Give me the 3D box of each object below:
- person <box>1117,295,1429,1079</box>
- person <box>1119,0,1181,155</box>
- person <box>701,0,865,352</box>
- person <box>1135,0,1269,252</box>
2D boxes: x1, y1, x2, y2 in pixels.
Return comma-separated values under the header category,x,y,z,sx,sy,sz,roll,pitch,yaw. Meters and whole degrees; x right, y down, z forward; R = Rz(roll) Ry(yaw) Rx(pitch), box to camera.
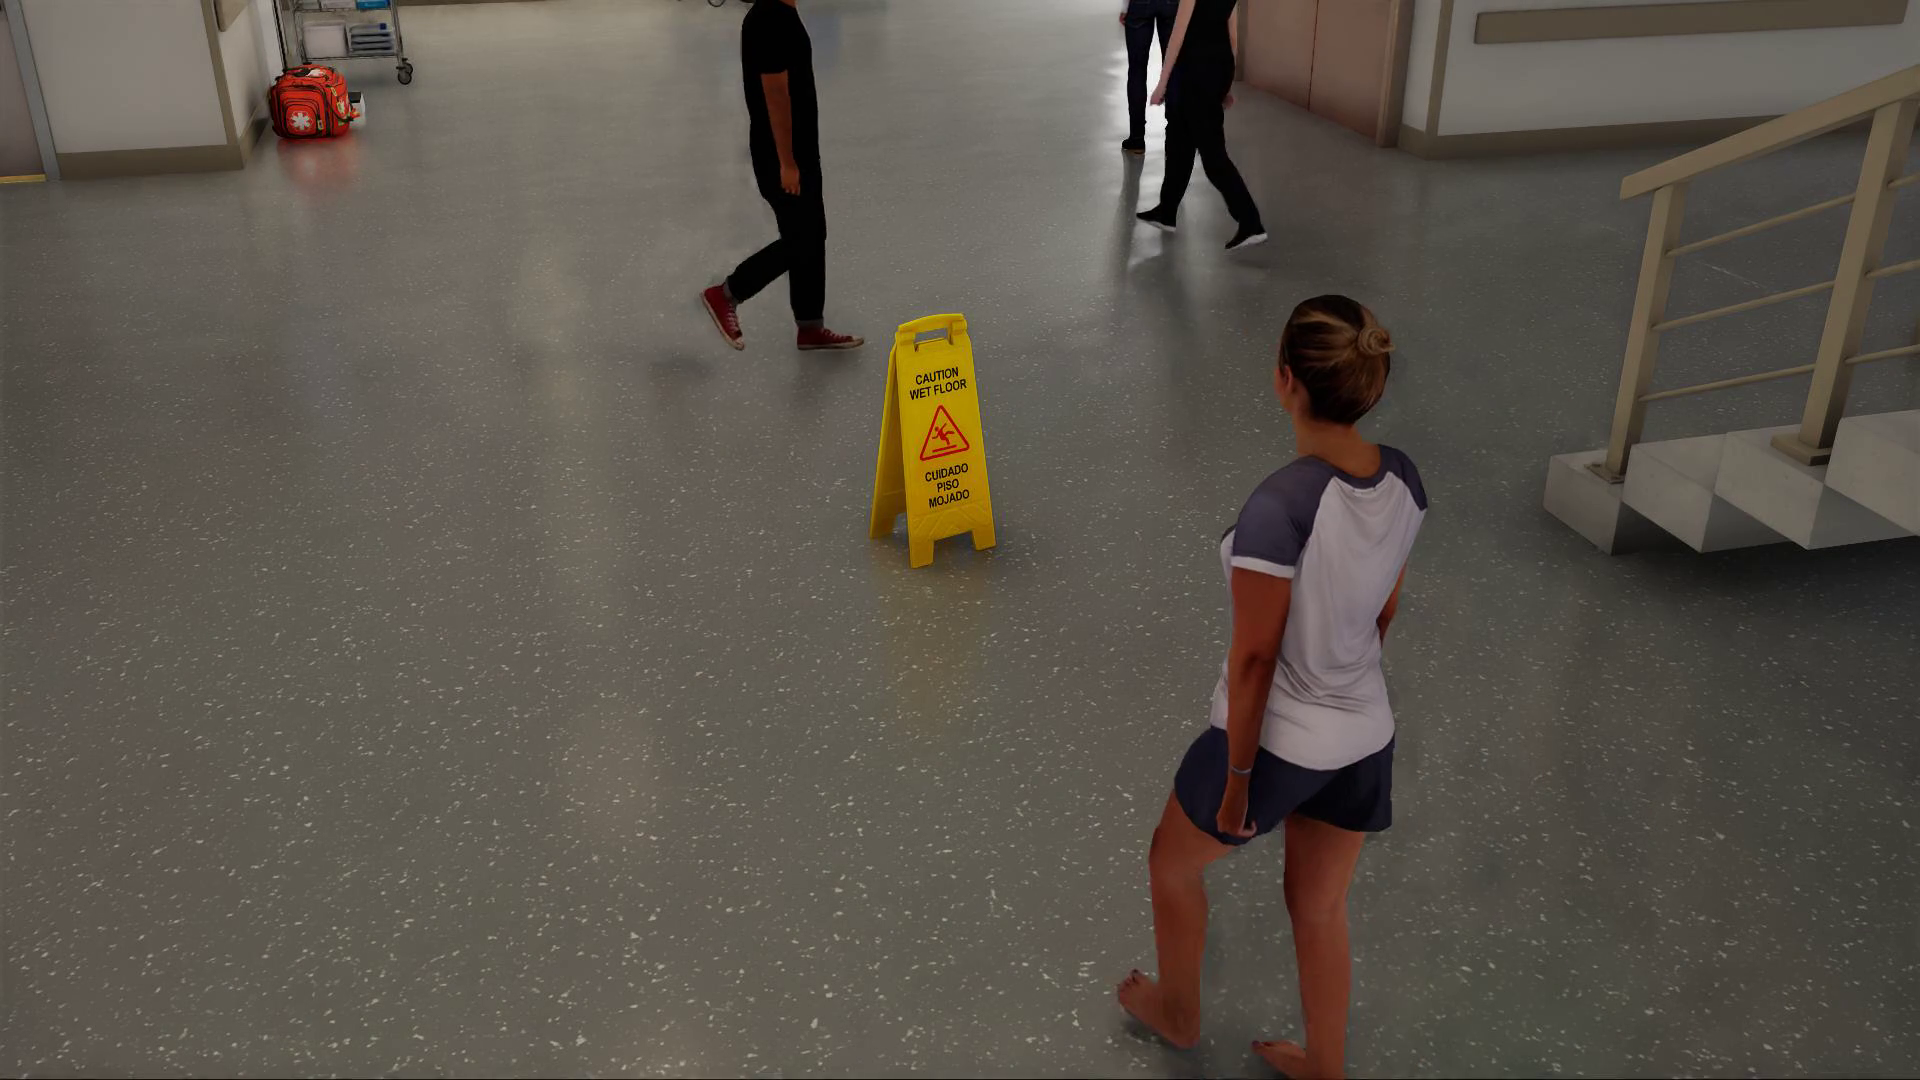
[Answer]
category,x,y,z,sx,sy,sz,roll,pitch,yaw
person,0.642,0.390,2.938,0.689,1.600,0.804,-15,29,-28
person,1.239,-3.401,10.492,0.661,1.868,0.623,-2,26,-4
person,-0.782,-1.594,6.882,0.858,1.747,0.934,0,26,1
person,1.301,-2.292,8.374,1.192,1.710,0.980,22,33,38
